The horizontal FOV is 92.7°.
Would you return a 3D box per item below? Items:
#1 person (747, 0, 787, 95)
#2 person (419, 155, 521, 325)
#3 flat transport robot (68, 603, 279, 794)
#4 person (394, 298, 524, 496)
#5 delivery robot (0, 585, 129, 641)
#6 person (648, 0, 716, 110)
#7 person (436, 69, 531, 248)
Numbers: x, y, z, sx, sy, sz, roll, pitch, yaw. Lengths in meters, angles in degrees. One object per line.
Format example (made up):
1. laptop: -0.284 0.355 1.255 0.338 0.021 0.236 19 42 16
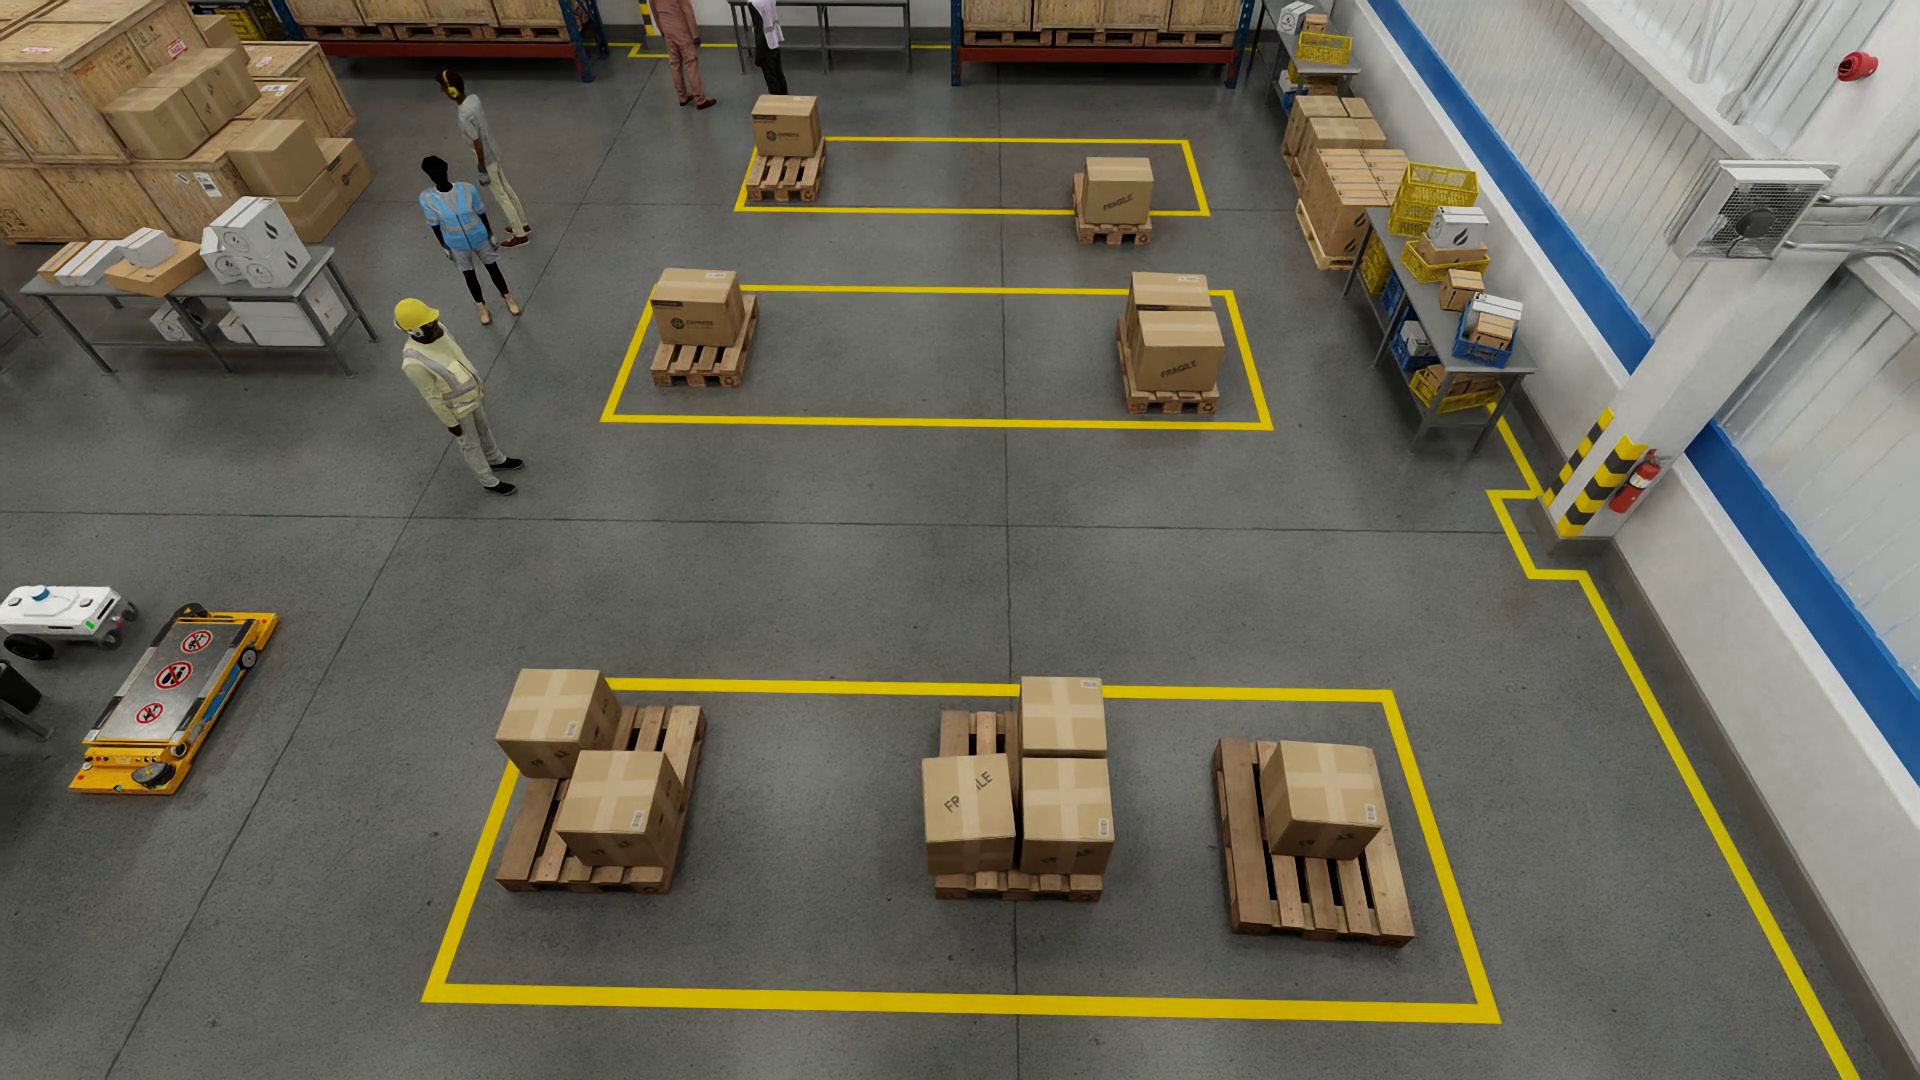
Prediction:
1. person: -2.428 -6.259 11.574 0.391 1.919 0.591 10 51 9
2. person: -4.760 -2.893 8.869 0.532 1.696 0.318 -25 54 -20
3. flat transport robot: -5.504 1.072 6.442 0.652 0.197 1.431 1 50 1
4. person: -3.974 -1.124 7.281 0.404 1.836 0.598 -3 50 -3
5. delivery robot: -6.538 0.515 6.669 0.707 0.478 0.477 1 50 1
6. person: -3.637 -6.616 11.883 0.636 1.911 0.405 21 53 17
7. person: -5.029 -4.020 9.715 0.329 1.865 0.510 -6 50 -5
